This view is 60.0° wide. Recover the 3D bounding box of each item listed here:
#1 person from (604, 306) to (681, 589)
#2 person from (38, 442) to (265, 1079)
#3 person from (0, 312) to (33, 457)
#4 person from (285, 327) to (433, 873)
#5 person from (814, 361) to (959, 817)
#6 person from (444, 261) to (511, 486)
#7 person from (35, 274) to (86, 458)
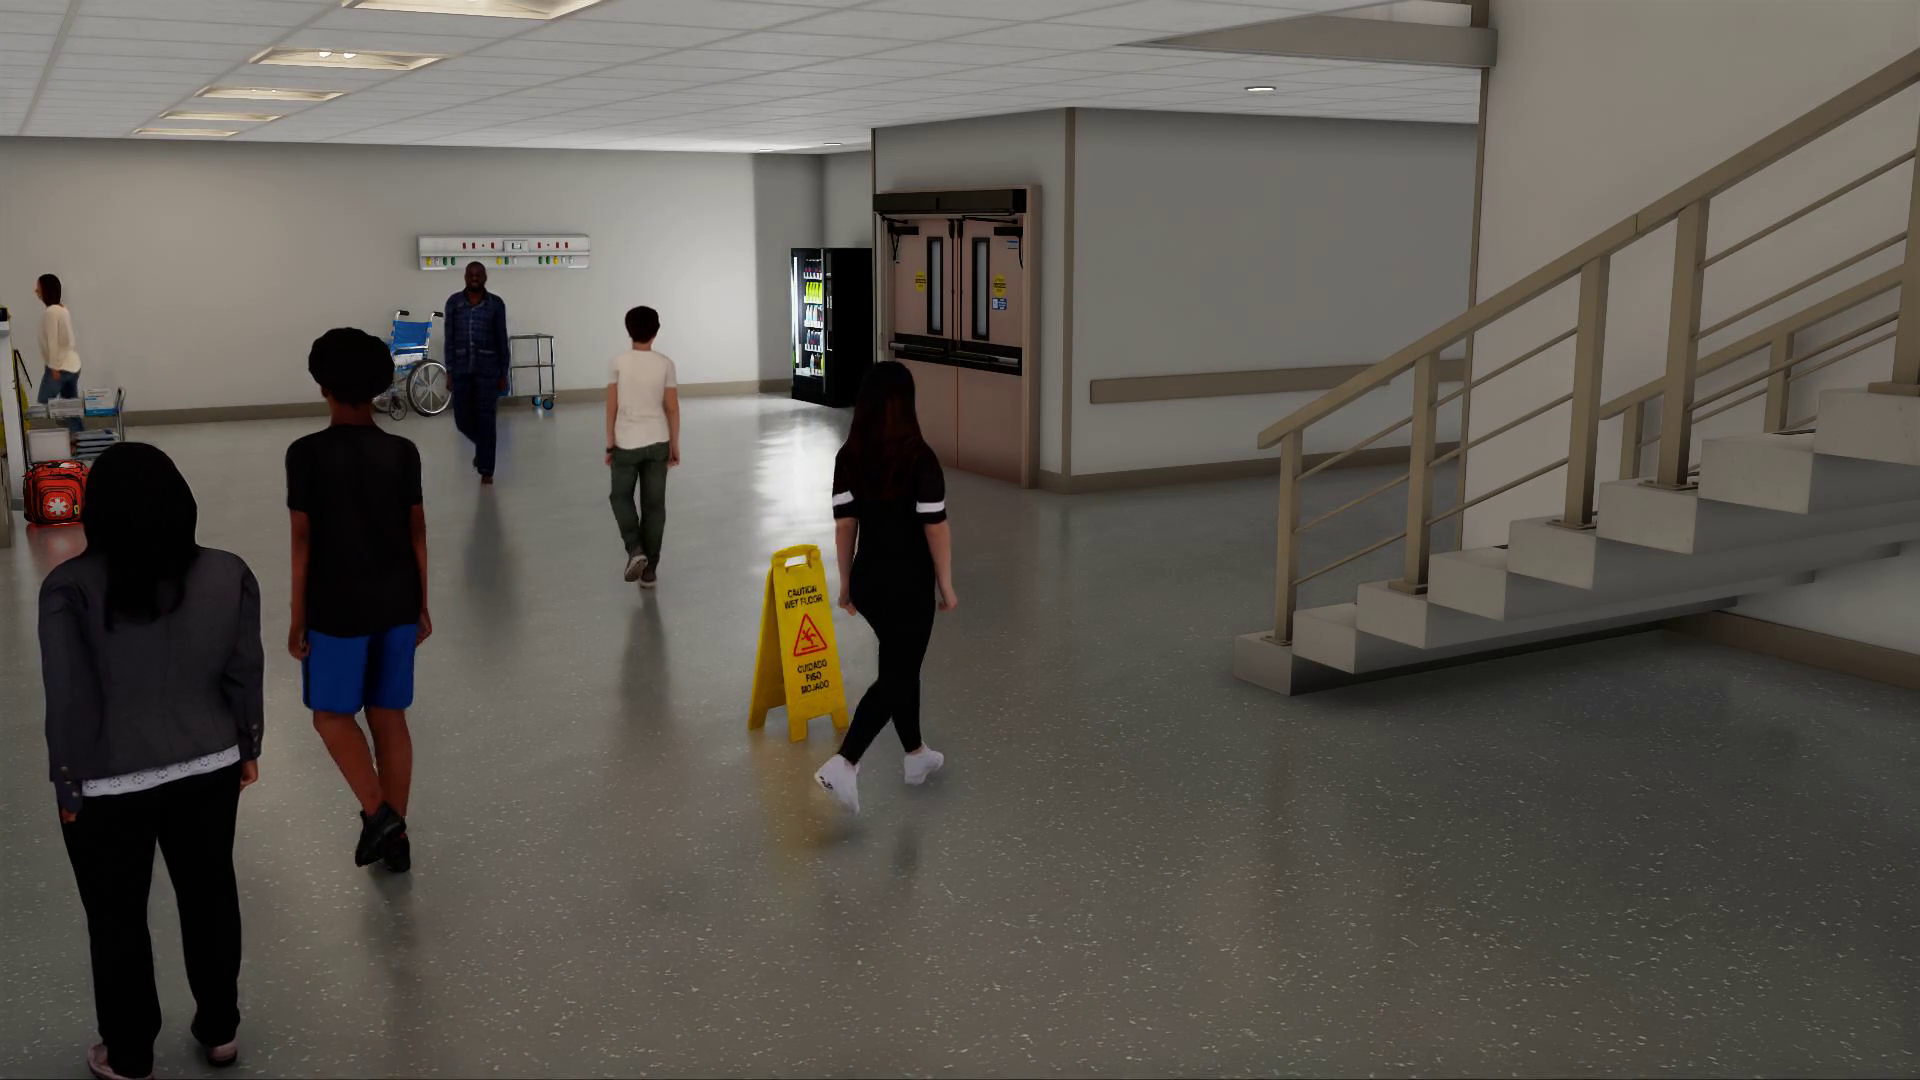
[{"bbox_3d":[-1.839,-0.519,9.615,0.701,1.649,0.805,-3,11,-14],"label":"person"},{"bbox_3d":[-1.985,0.554,4.090,0.748,1.599,0.743,10,15,43],"label":"person"},{"bbox_3d":[-8.831,-1.566,15.101,1.057,1.659,1.011,4,11,19],"label":"person"},{"bbox_3d":[-1.882,0.230,5.307,0.670,1.782,0.805,-8,13,-35],"label":"person"},{"bbox_3d":[-0.272,0.195,5.959,1.107,1.609,0.982,7,13,33],"label":"person"},{"bbox_3d":[-3.962,-1.371,13.689,0.859,1.802,0.960,-1,11,-6],"label":"person"},{"bbox_3d":[-8.019,-1.557,15.017,0.765,1.673,0.636,-2,11,-12],"label":"person"}]
